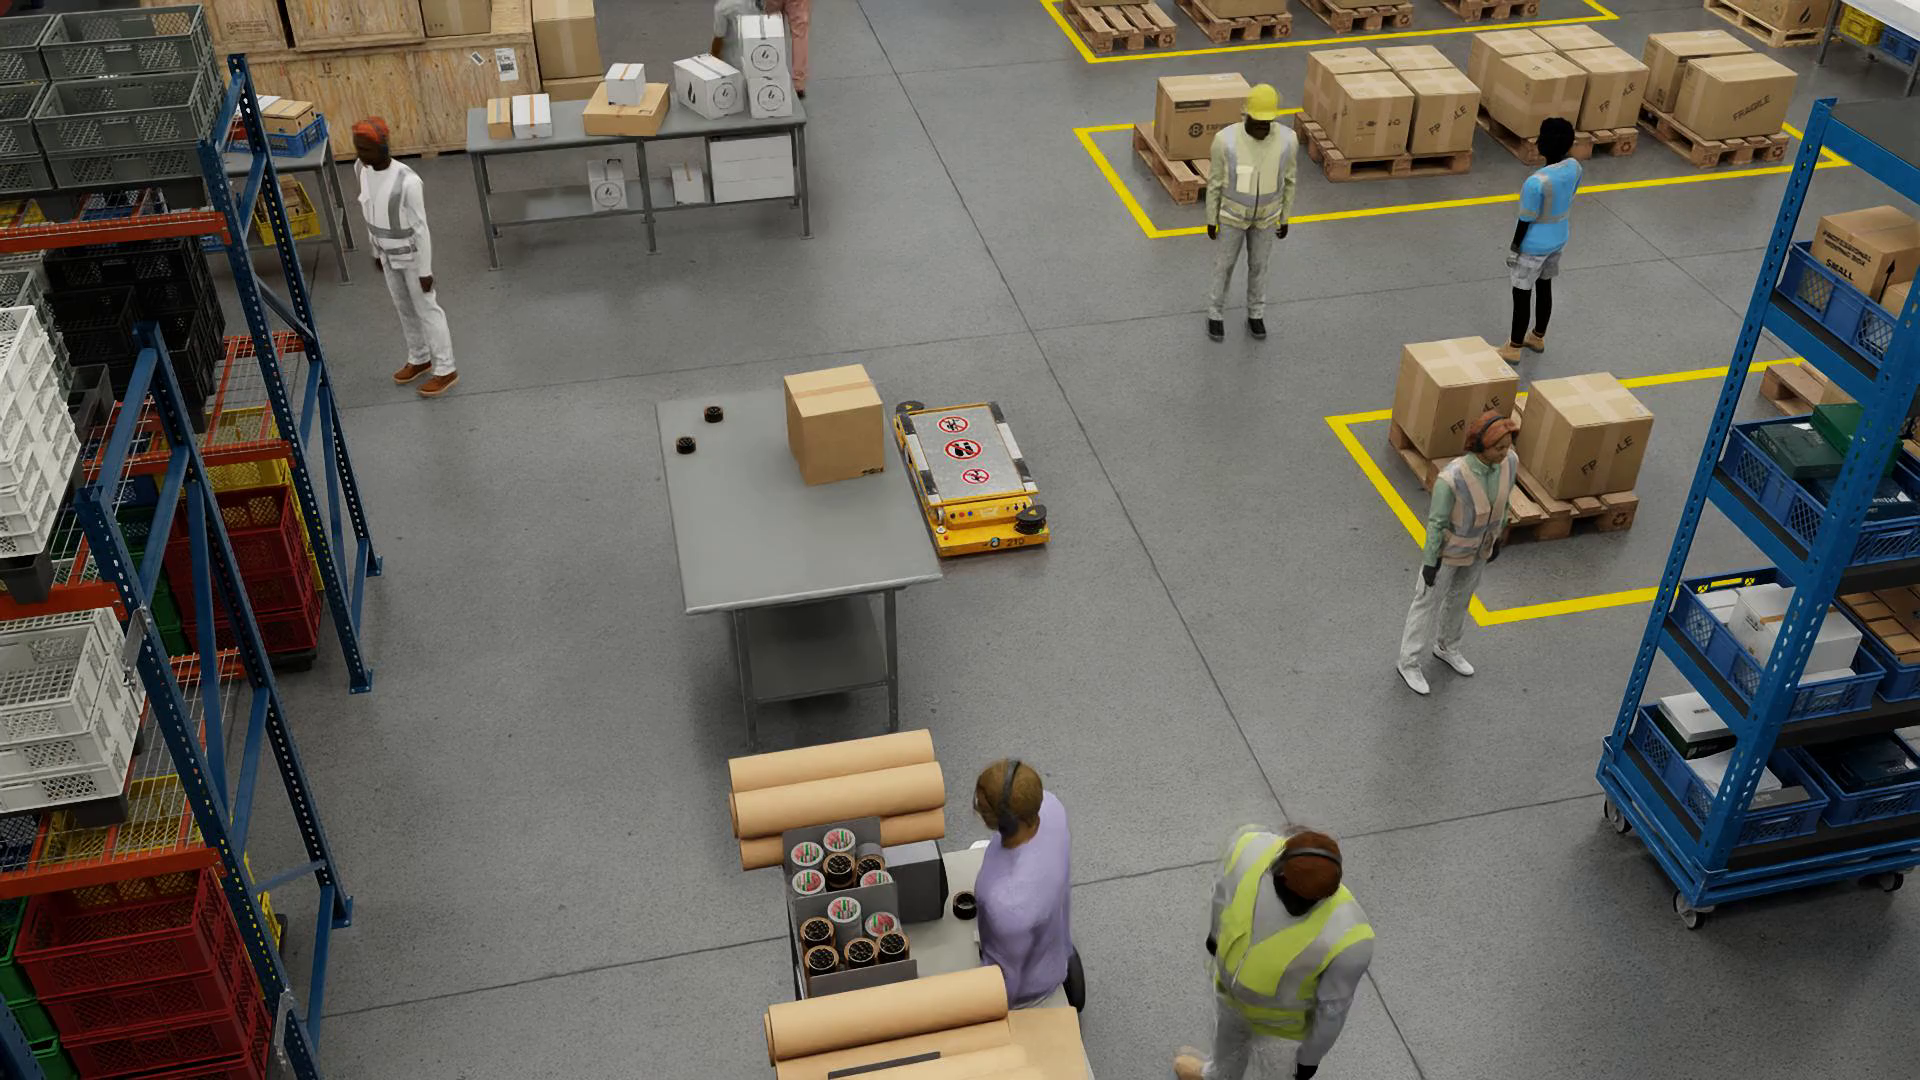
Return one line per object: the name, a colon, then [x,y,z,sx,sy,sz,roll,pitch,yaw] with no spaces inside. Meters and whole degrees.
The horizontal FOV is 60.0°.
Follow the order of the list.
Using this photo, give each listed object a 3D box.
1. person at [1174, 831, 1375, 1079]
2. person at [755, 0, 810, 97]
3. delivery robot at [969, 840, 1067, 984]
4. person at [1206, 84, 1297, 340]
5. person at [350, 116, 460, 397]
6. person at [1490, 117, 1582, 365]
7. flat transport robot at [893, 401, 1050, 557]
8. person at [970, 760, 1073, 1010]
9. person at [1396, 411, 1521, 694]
person: [1.089,1.626,6.078,0.432,1.819,0.766,-23,43,-28]
person: [-1.573,-4.994,14.938,0.635,1.845,0.965,-7,37,-9]
delivery robot: [0.233,1.591,7.081,0.477,0.478,0.707,-5,37,-6]
person: [1.940,-2.196,11.193,0.588,1.824,0.403,-1,37,-2]
person: [-3.568,-1.808,10.629,0.564,1.877,0.357,24,43,29]
person: [3.821,-1.972,11.001,0.534,1.695,0.320,-26,44,-30]
flat transport robot: [0.046,-0.430,10.108,0.652,0.197,1.431,-8,37,-10]
person: [0.218,1.543,6.081,0.373,1.930,0.631,9,37,11]
person: [2.504,0.054,8.326,0.519,1.632,0.317,-19,41,-24]
